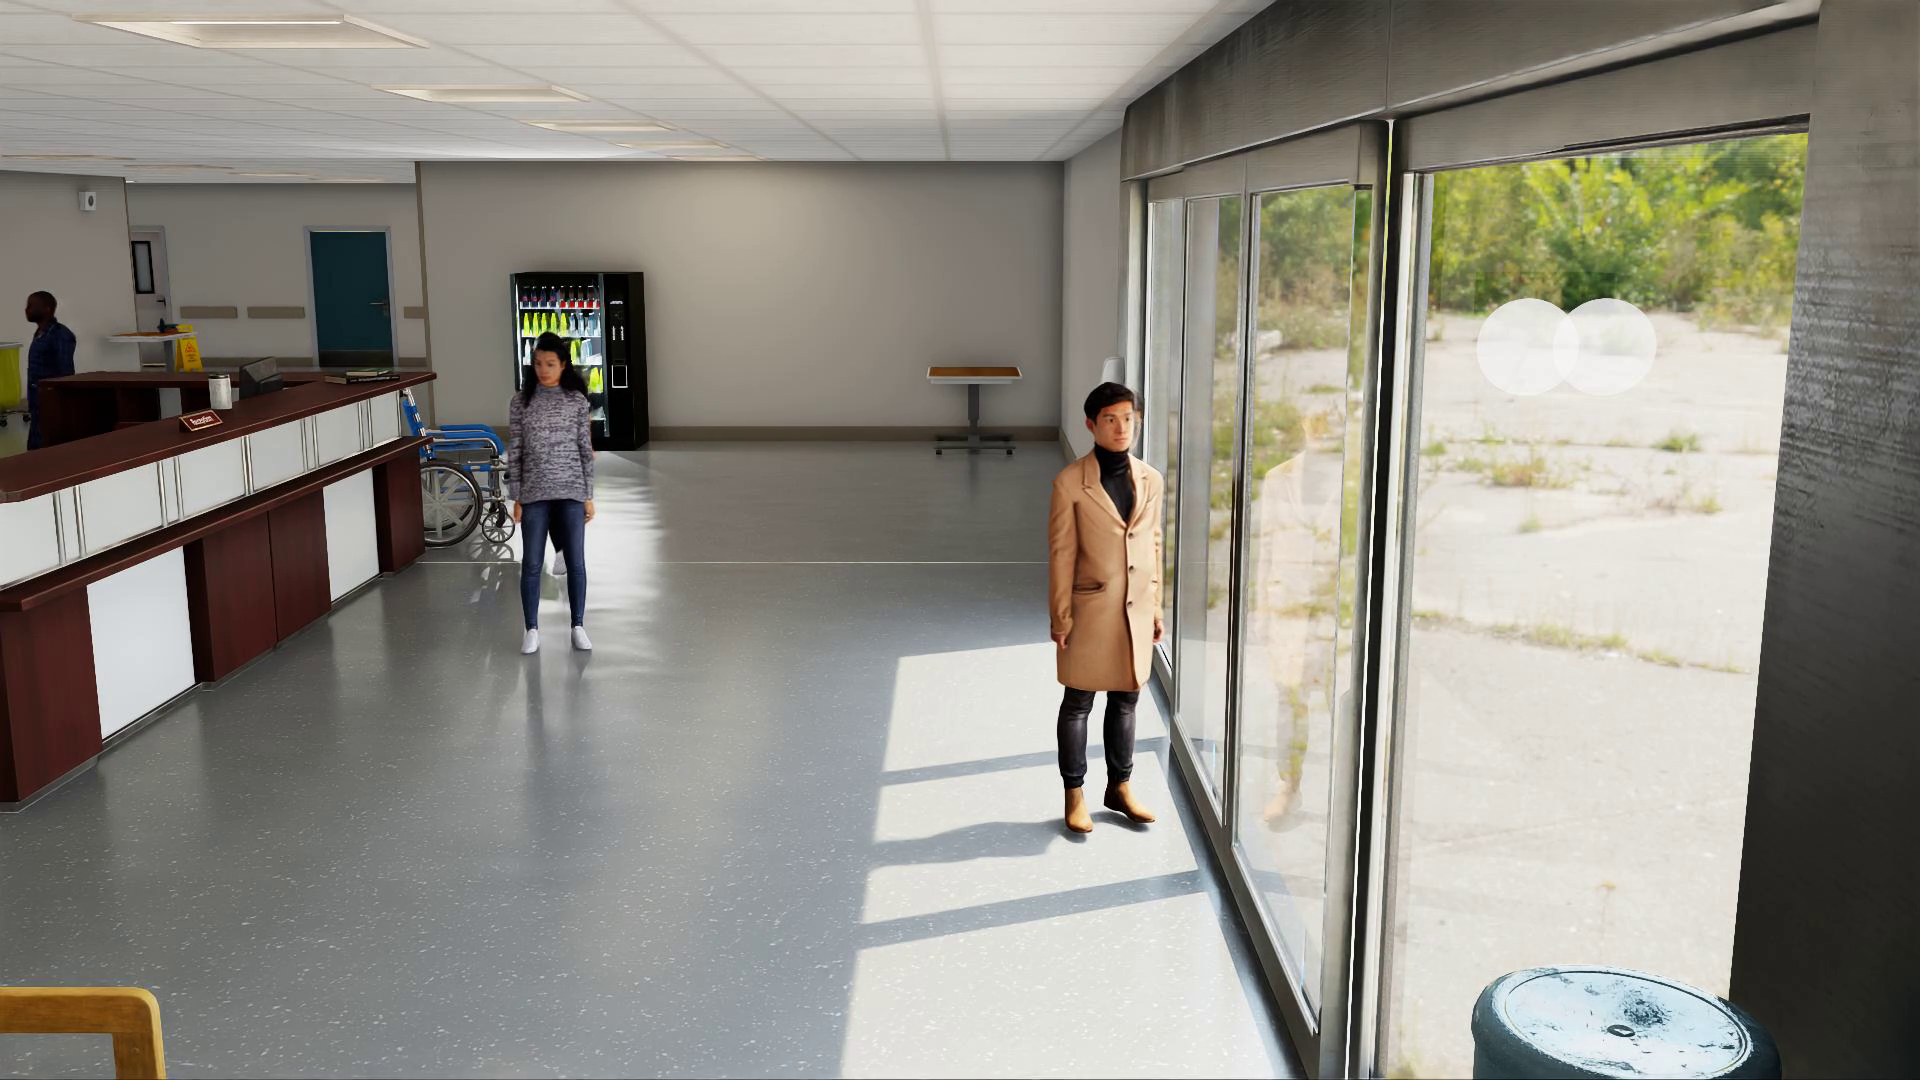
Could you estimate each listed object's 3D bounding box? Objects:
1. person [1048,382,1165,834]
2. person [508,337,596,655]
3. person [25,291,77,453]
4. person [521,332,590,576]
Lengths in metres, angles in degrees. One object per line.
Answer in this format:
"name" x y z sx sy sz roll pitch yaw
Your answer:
"person" 0.566 0.245 6.439 0.687 1.726 0.795 -4 12 -22
"person" -2.241 -0.256 9.173 0.554 1.733 0.720 -3 11 -15
"person" -7.095 -1.043 13.210 1.271 1.775 1.171 -9 14 -40
"person" -2.712 -0.588 11.213 0.766 1.625 0.754 -2 11 -12
